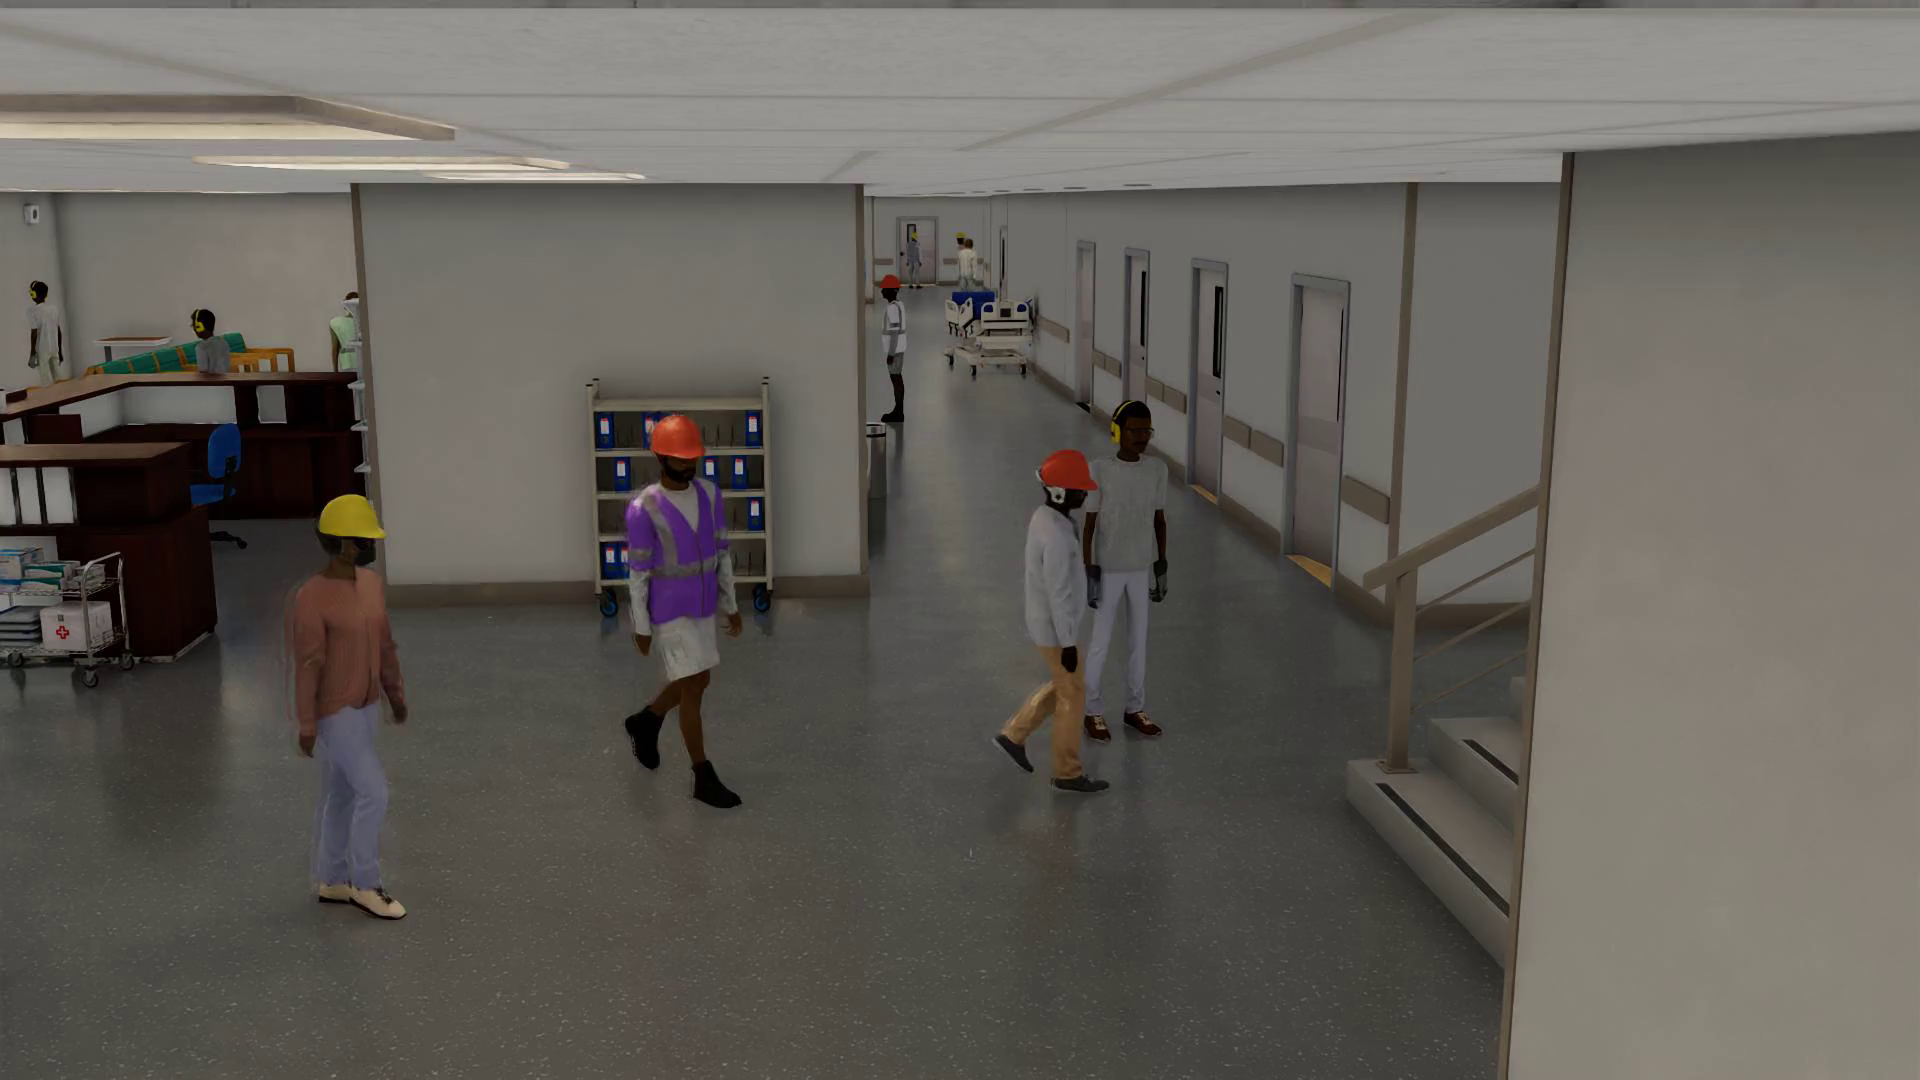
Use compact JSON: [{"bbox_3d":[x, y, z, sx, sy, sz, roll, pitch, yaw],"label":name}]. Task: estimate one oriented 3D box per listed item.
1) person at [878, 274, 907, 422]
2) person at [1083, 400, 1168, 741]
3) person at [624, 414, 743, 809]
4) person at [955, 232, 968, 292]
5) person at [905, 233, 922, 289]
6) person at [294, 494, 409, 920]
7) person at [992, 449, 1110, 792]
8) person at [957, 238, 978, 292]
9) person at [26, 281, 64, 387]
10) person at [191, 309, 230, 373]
[{"bbox_3d":[-0.894,-2.522,21.937,0.370,1.939,0.543,1,12,6],"label":"person"},{"bbox_3d":[0.883,0.166,9.001,0.509,1.862,0.331,-4,12,-18],"label":"person"},{"bbox_3d":[-1.404,0.314,8.168,0.860,1.911,0.557,9,15,38],"label":"person"},{"bbox_3d":[0.052,-8.477,51.101,0.402,1.918,0.581,-4,12,-17],"label":"person"},{"bbox_3d":[-1.513,-9.213,54.889,0.591,1.834,0.404,5,13,25],"label":"person"},{"bbox_3d":[-2.426,0.678,6.750,0.609,1.742,0.545,2,12,11],"label":"person"},{"bbox_3d":[0.468,0.403,8.139,0.517,1.728,0.586,0,12,-1],"label":"person"},{"bbox_3d":[0.152,-6.864,43.199,0.629,1.924,0.710,8,14,33],"label":"person"},{"bbox_3d":[-11.935,-2.440,21.702,0.328,1.872,0.513,3,12,16],"label":"person"},{"bbox_3d":[-7.371,-1.341,16.389,0.379,1.855,0.538,1,12,4],"label":"person"}]
